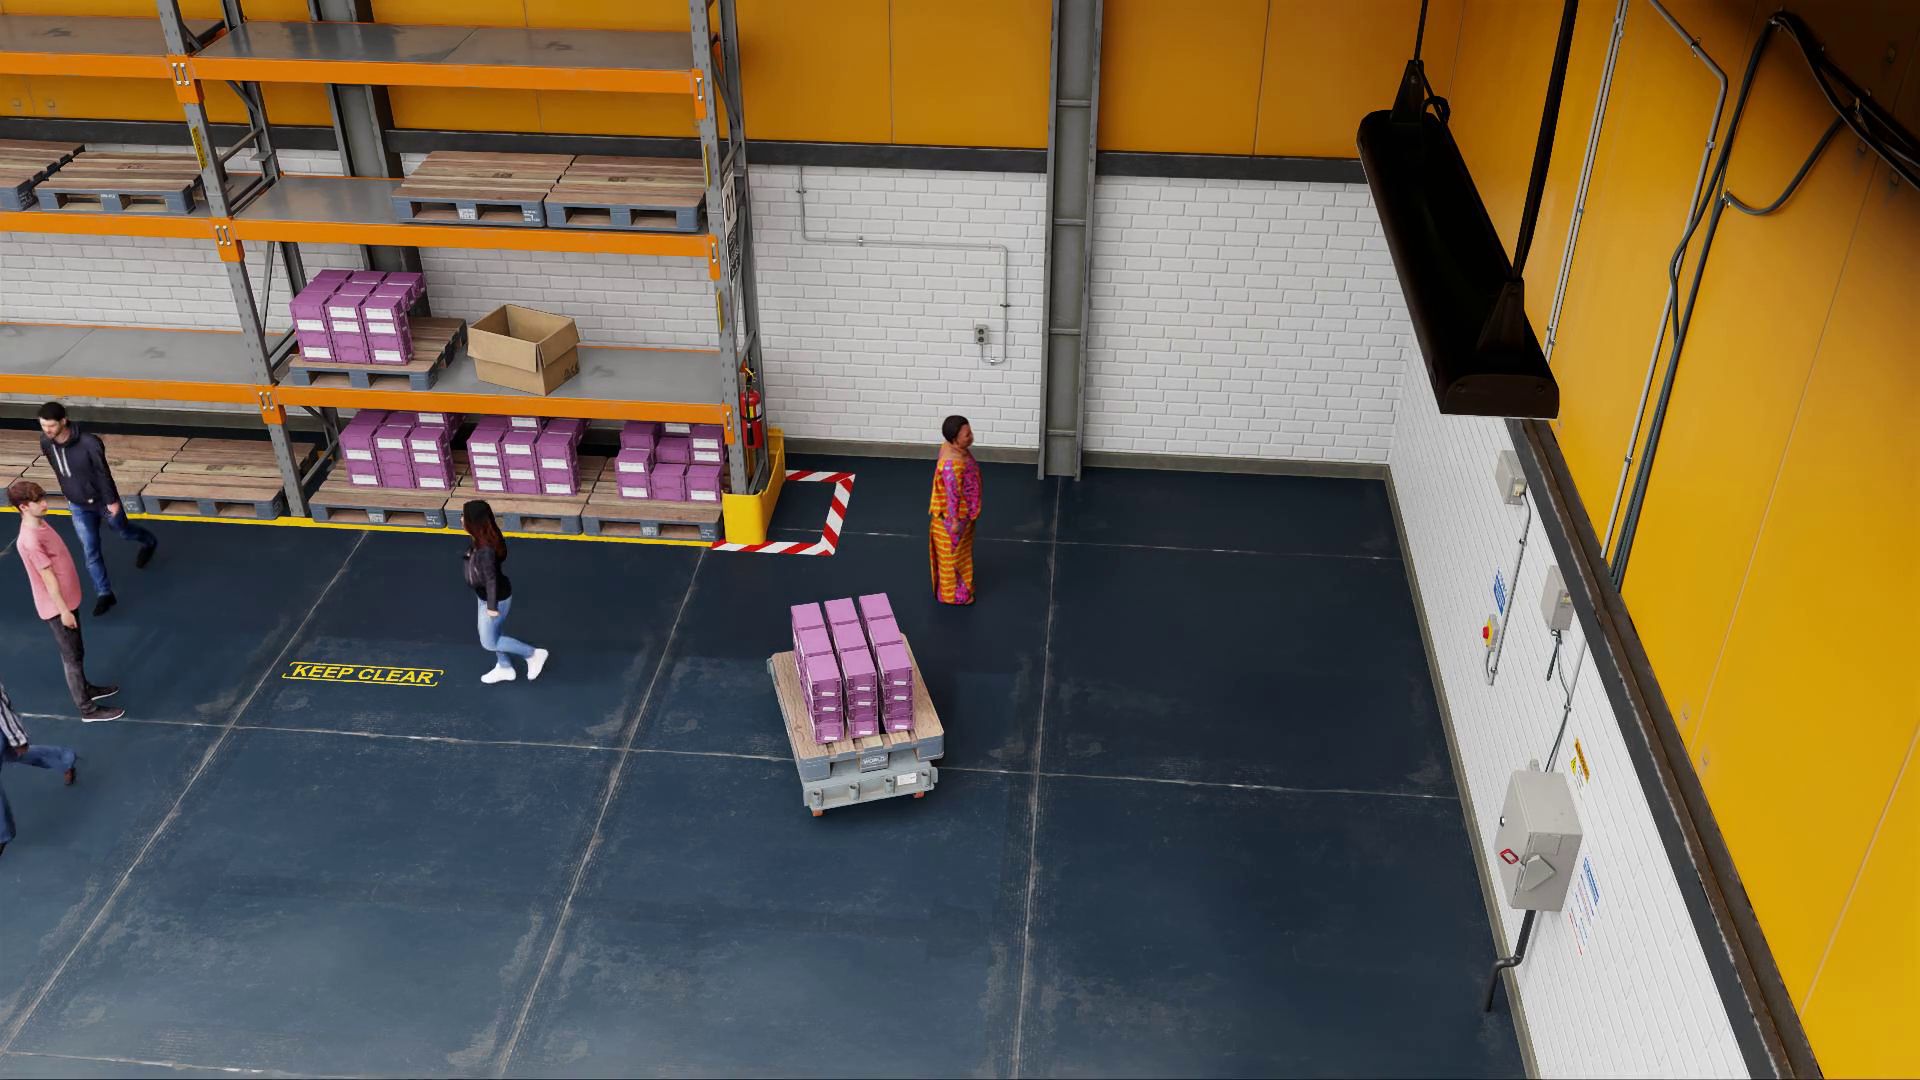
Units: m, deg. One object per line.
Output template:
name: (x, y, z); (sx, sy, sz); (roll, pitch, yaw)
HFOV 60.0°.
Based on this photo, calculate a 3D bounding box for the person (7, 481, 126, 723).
person: (-6.509, 0.437, 11.999); (0.723, 1.961, 0.711); (-16, 37, -22)

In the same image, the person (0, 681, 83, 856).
person: (-6.343, 1.214, 11.013); (1.168, 1.757, 0.977); (15, 37, 22)

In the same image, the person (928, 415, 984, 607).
person: (-0.023, -0.279, 13.324); (0.645, 1.686, 0.633); (2, 34, 3)

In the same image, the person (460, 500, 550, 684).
person: (-3.397, 0.413, 12.343); (0.871, 1.620, 0.792); (-9, 35, -13)

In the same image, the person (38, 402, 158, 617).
person: (-6.870, -0.366, 13.321); (1.146, 1.835, 0.726); (2, 34, 3)
